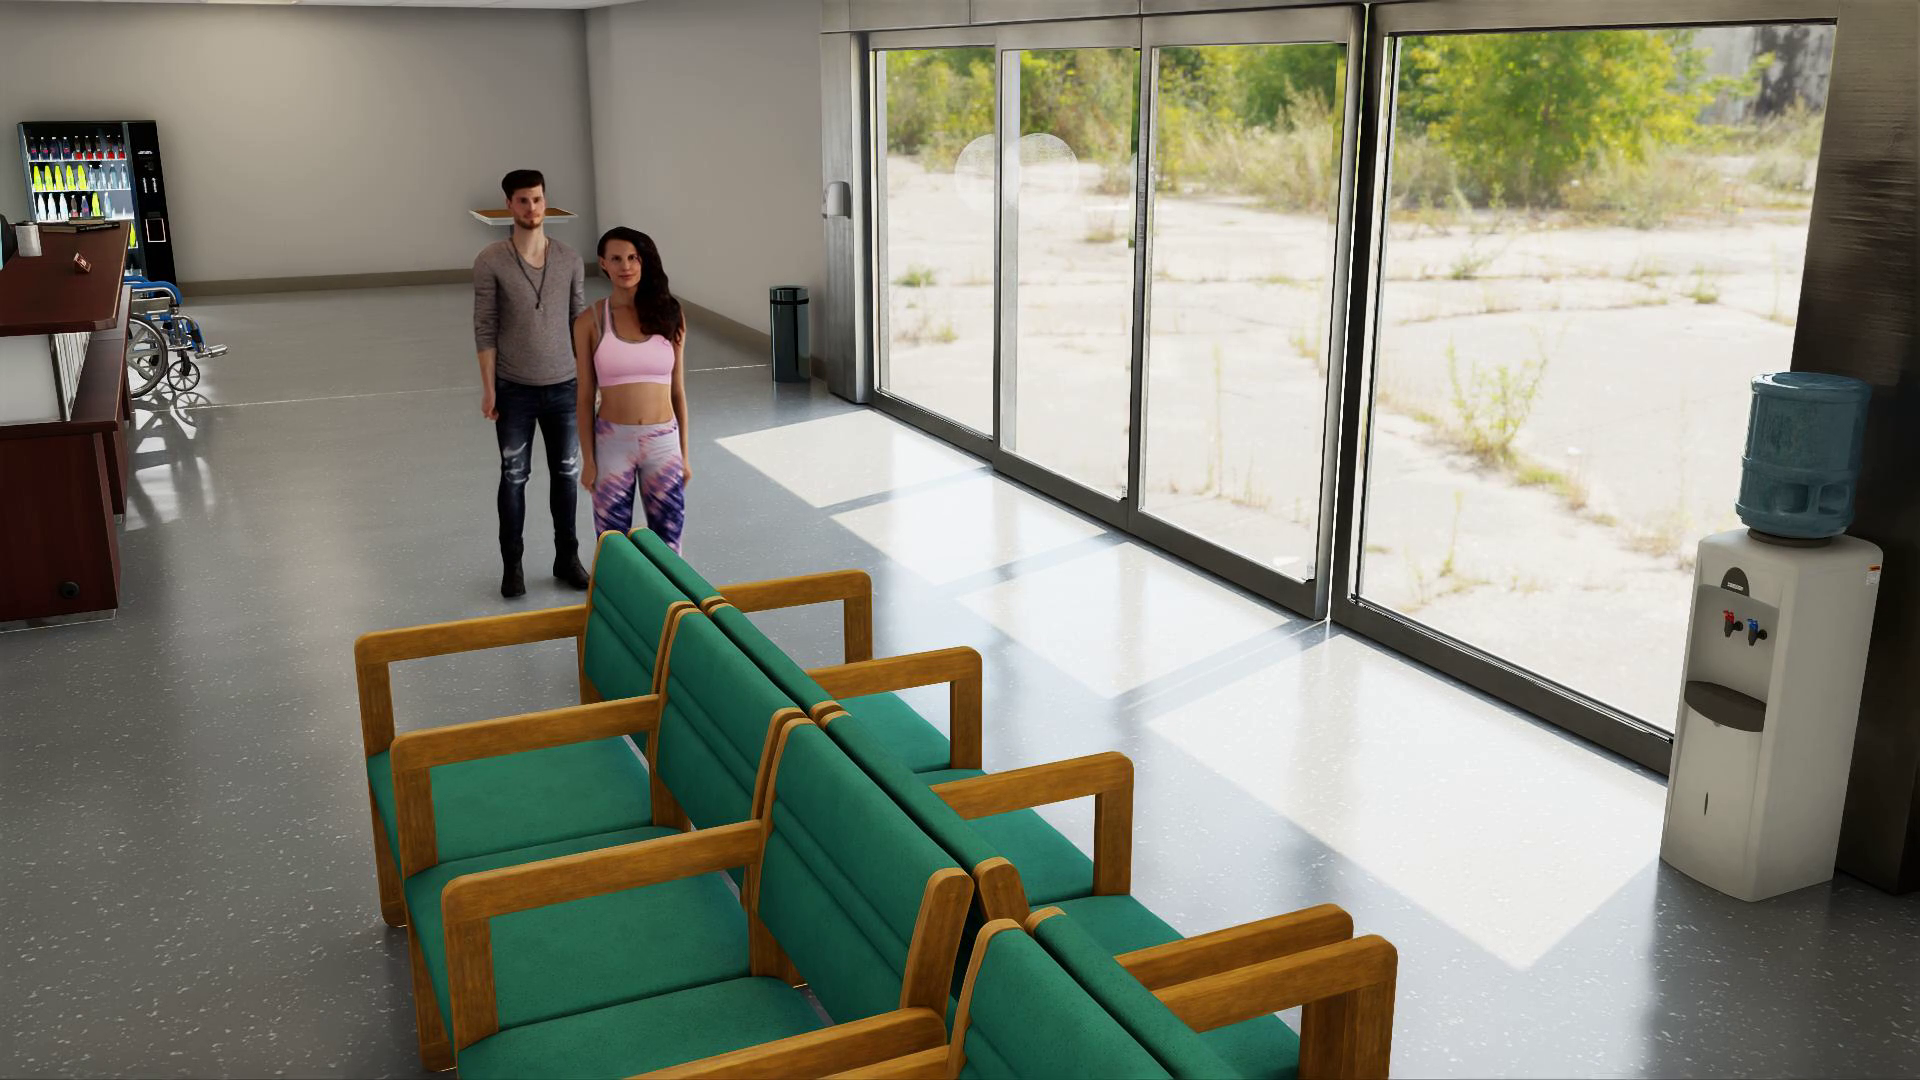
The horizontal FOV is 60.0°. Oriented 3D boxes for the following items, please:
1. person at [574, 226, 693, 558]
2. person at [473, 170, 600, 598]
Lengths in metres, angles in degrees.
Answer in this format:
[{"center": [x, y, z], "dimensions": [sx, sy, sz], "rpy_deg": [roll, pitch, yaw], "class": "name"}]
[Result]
[{"center": [-1.239, -0.310, 6.374], "dimensions": [0.470, 1.767, 0.652], "rpy_deg": [-6, 17, -21], "class": "person"}, {"center": [-1.927, -0.712, 7.545], "dimensions": [0.525, 1.905, 0.763], "rpy_deg": [-9, 18, -28], "class": "person"}]
